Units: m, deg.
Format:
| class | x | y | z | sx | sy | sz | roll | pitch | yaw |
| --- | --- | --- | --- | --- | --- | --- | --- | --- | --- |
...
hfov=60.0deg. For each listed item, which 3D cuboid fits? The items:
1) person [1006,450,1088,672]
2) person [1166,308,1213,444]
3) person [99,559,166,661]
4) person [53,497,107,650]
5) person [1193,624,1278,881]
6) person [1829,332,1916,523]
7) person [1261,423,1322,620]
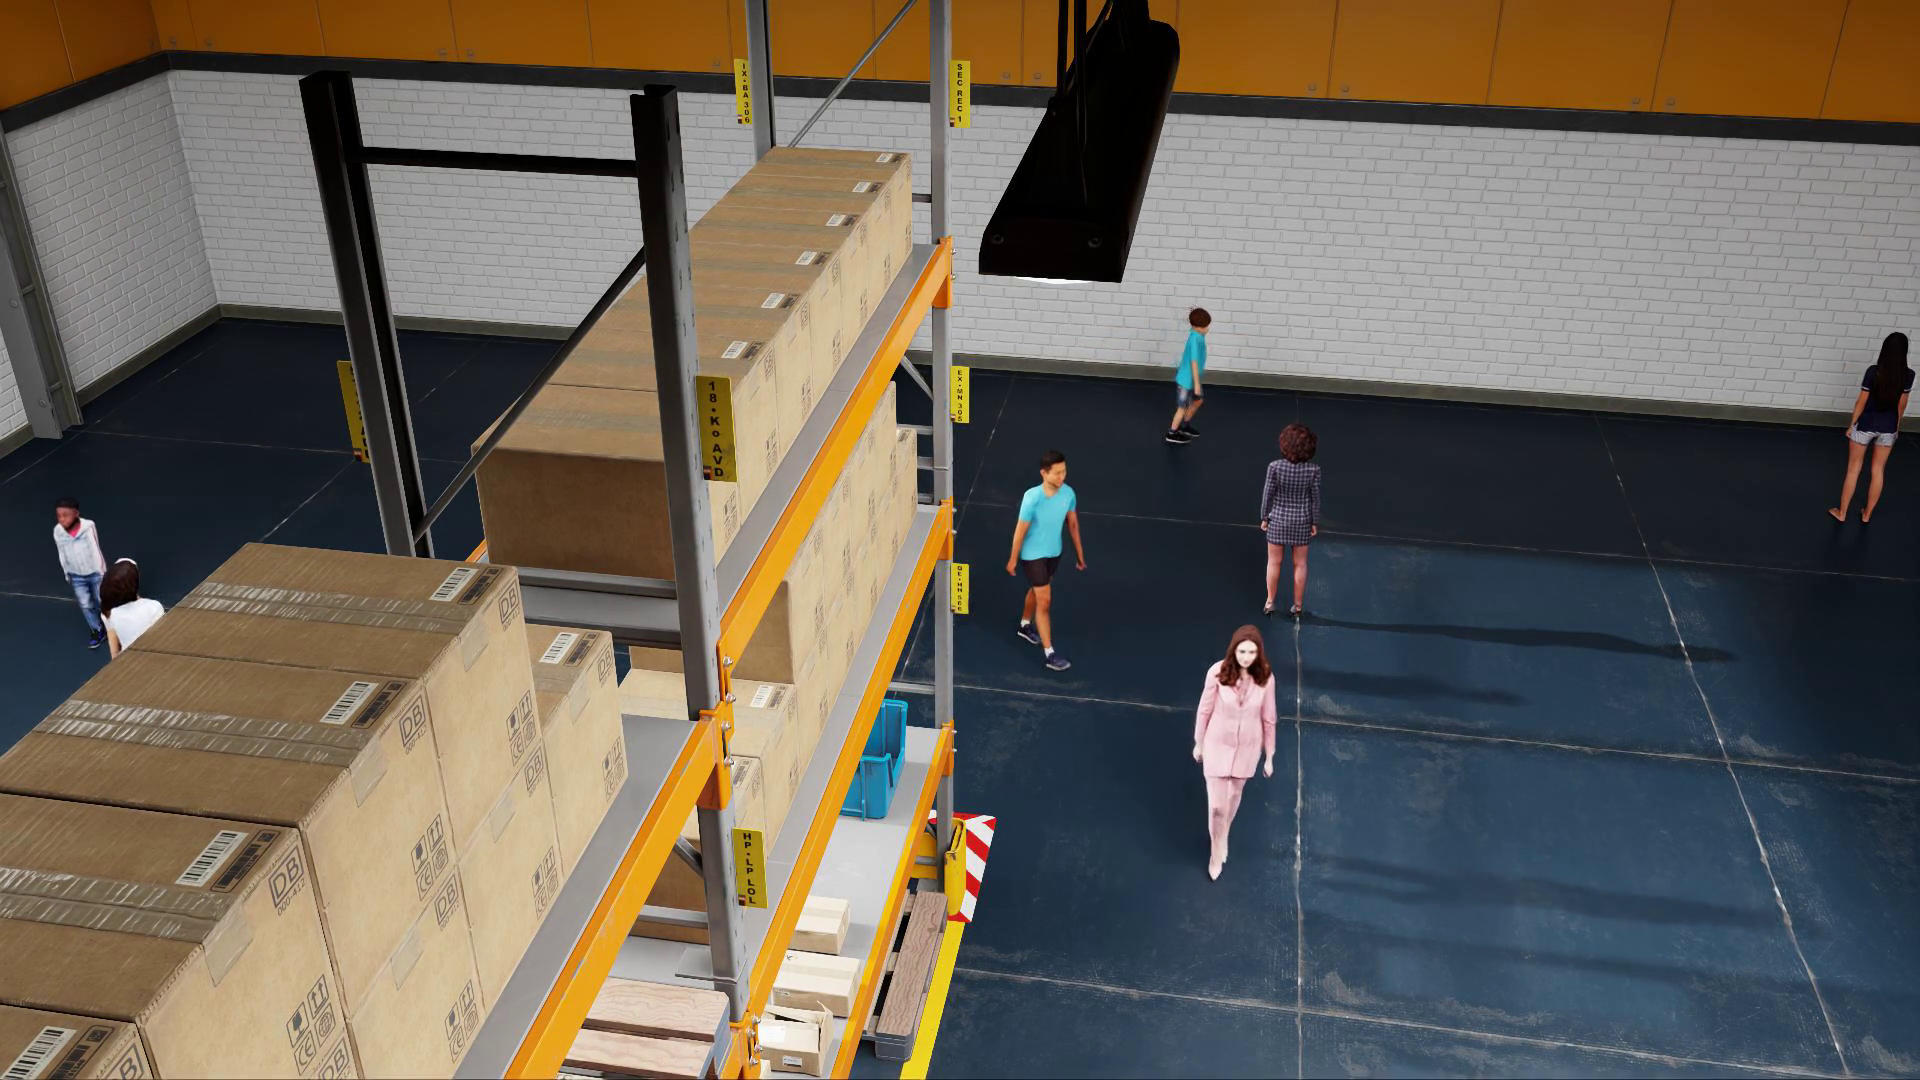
| class | x | y | z | sx | sy | sz | roll | pitch | yaw |
| --- | --- | --- | --- | --- | --- | --- | --- | --- | --- |
| person | 0.559 | 0.084 | 12.699 | 1.055 | 1.744 | 1.107 | -19 | 34 | -31 |
| person | 2.185 | -1.597 | 16.119 | 0.625 | 1.419 | 0.543 | 2 | 29 | 4 |
| person | -5.346 | 0.992 | 10.967 | 0.762 | 1.807 | 0.902 | -1 | 29 | -1 |
| person | -6.804 | 0.203 | 12.996 | 0.605 | 1.250 | 0.756 | -4 | 29 | -7 |
| person | 1.719 | 1.262 | 10.497 | 0.690 | 1.784 | 0.726 | 1 | 29 | 1 |
| person | 8.040 | -0.976 | 14.618 | 0.568 | 1.766 | 0.523 | 6 | 29 | 10 |
| person | 2.606 | -0.131 | 13.136 | 0.604 | 1.701 | 0.533 | 6 | 29 | 10 |
